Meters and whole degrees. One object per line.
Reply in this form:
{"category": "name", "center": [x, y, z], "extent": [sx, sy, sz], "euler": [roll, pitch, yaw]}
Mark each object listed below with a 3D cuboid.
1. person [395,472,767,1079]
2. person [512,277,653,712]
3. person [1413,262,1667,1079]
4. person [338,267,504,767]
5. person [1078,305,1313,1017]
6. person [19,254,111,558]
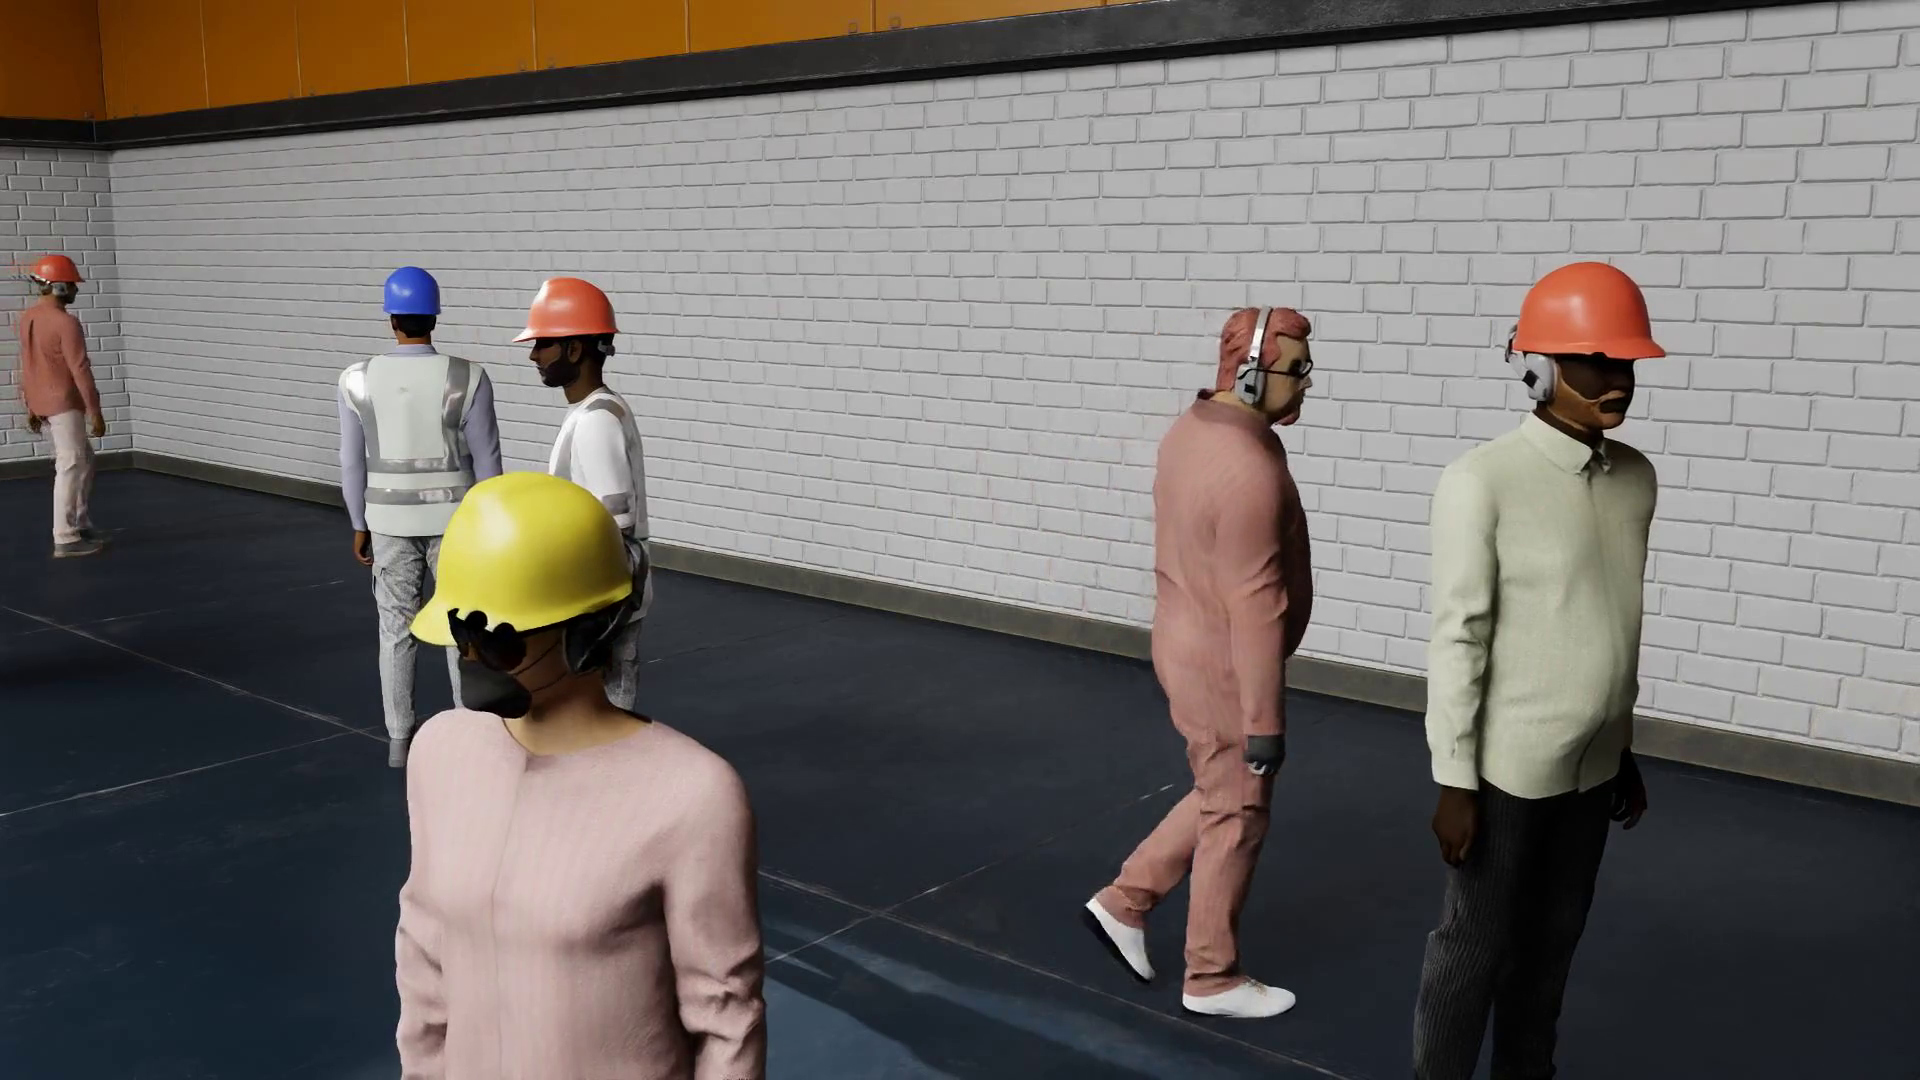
{"category": "person", "center": [-0.495, 0.784, 2.112], "extent": [0.523, 1.763, 0.329], "euler": [4, 11, 22]}
{"category": "person", "center": [-1.115, 0.190, 4.991], "extent": [0.375, 1.935, 0.550], "euler": [-2, 10, -13]}
{"category": "person", "center": [1.197, 0.442, 3.396], "extent": [0.616, 1.993, 0.395], "euler": [-6, 12, -32]}
{"category": "person", "center": [-2.076, -0.077, 6.478], "extent": [0.614, 1.949, 0.383], "euler": [-1, 10, -4]}
{"category": "person", "center": [0.650, 0.346, 4.250], "extent": [0.487, 1.884, 0.676], "euler": [-1, 10, -8]}
{"category": "person", "center": [-5.828, -0.885, 10.995], "extent": [0.661, 1.975, 0.617], "euler": [7, 12, 34]}
